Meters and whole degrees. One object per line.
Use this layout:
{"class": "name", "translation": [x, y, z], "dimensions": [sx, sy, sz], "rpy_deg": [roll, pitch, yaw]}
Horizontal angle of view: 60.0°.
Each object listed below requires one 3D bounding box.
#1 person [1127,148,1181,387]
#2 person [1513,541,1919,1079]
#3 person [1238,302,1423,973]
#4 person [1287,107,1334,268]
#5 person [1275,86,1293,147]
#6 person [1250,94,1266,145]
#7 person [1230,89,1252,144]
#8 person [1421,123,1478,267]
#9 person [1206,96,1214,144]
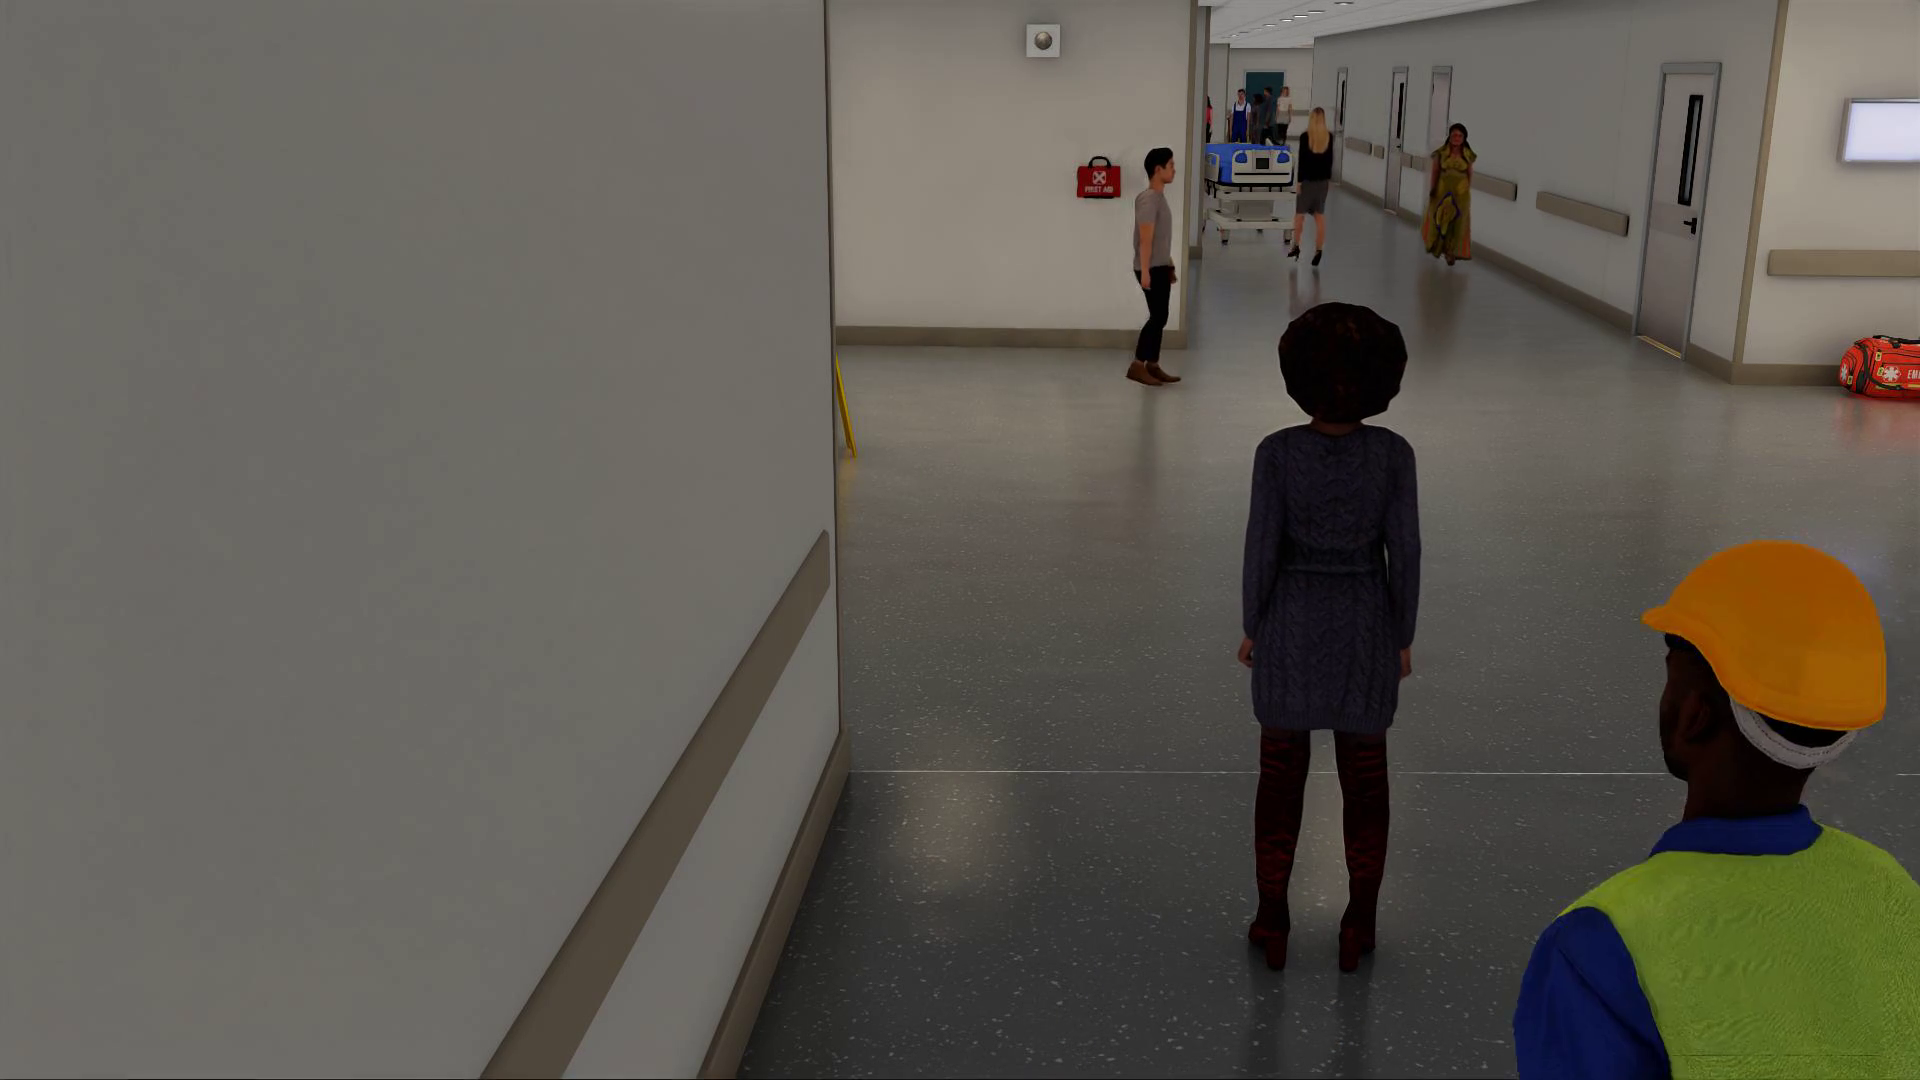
{"class": "person", "translation": [1.368, -1.996, 12.178], "dimensions": [0.669, 1.712, 0.709], "rpy_deg": [5, 17, 19]}
{"class": "person", "translation": [0.786, 0.919, 1.687], "dimensions": [0.750, 1.795, 0.841], "rpy_deg": [-6, 17, -19]}
{"class": "person", "translation": [0.919, 0.264, 4.166], "dimensions": [0.475, 1.711, 0.660], "rpy_deg": [3, 16, 9]}
{"class": "person", "translation": [4.186, -4.107, 19.480], "dimensions": [0.986, 1.814, 0.877], "rpy_deg": [-4, 16, -13]}
{"class": "person", "translation": [9.360, -12.169, 48.102], "dimensions": [1.049, 1.799, 0.712], "rpy_deg": [0, 16, 1]}
{"class": "person", "translation": [7.344, -10.177, 41.194], "dimensions": [0.582, 1.713, 0.589], "rpy_deg": [0, 16, -1]}
{"class": "person", "translation": [6.604, -9.694, 39.227], "dimensions": [0.565, 1.851, 0.726], "rpy_deg": [5, 16, 16]}
{"class": "person", "translation": [5.823, -4.103, 19.788], "dimensions": [0.934, 1.639, 0.769], "rpy_deg": [2, 16, 6]}
{"class": "person", "translation": [6.053, -10.157, 41.223], "dimensions": [0.637, 1.660, 0.733], "rpy_deg": [12, 20, 37]}
